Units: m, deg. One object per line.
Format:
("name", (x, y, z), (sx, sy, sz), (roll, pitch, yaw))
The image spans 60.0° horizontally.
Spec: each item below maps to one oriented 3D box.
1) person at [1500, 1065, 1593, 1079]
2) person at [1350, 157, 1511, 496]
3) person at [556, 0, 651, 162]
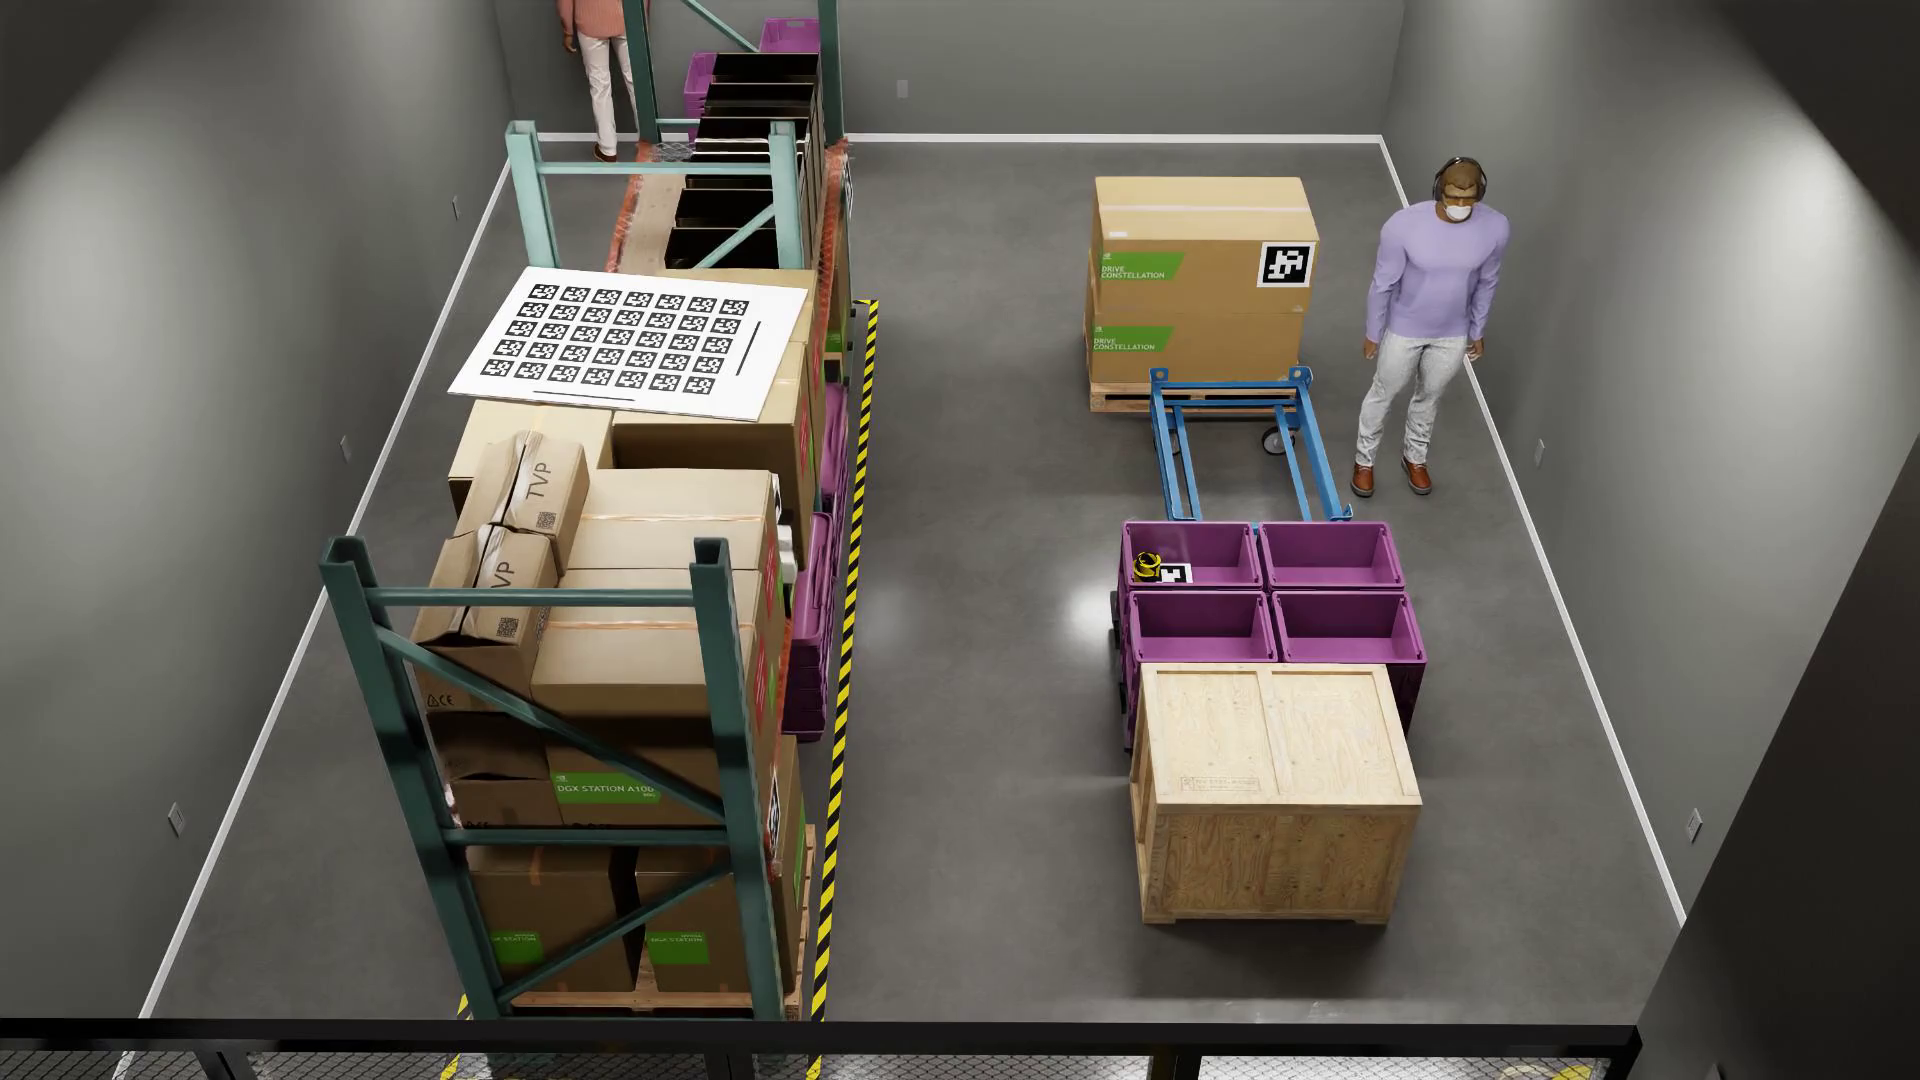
("person", (1.621, 2.069, 4.834), (0.404, 1.829, 0.600), (5, 41, 6))
("person", (2.328, -1.053, 8.314), (0.634, 1.938, 0.355), (-1, 41, -2))
("person", (-2.341, -3.425, 10.976), (0.611, 1.996, 0.378), (-15, 44, -17))
